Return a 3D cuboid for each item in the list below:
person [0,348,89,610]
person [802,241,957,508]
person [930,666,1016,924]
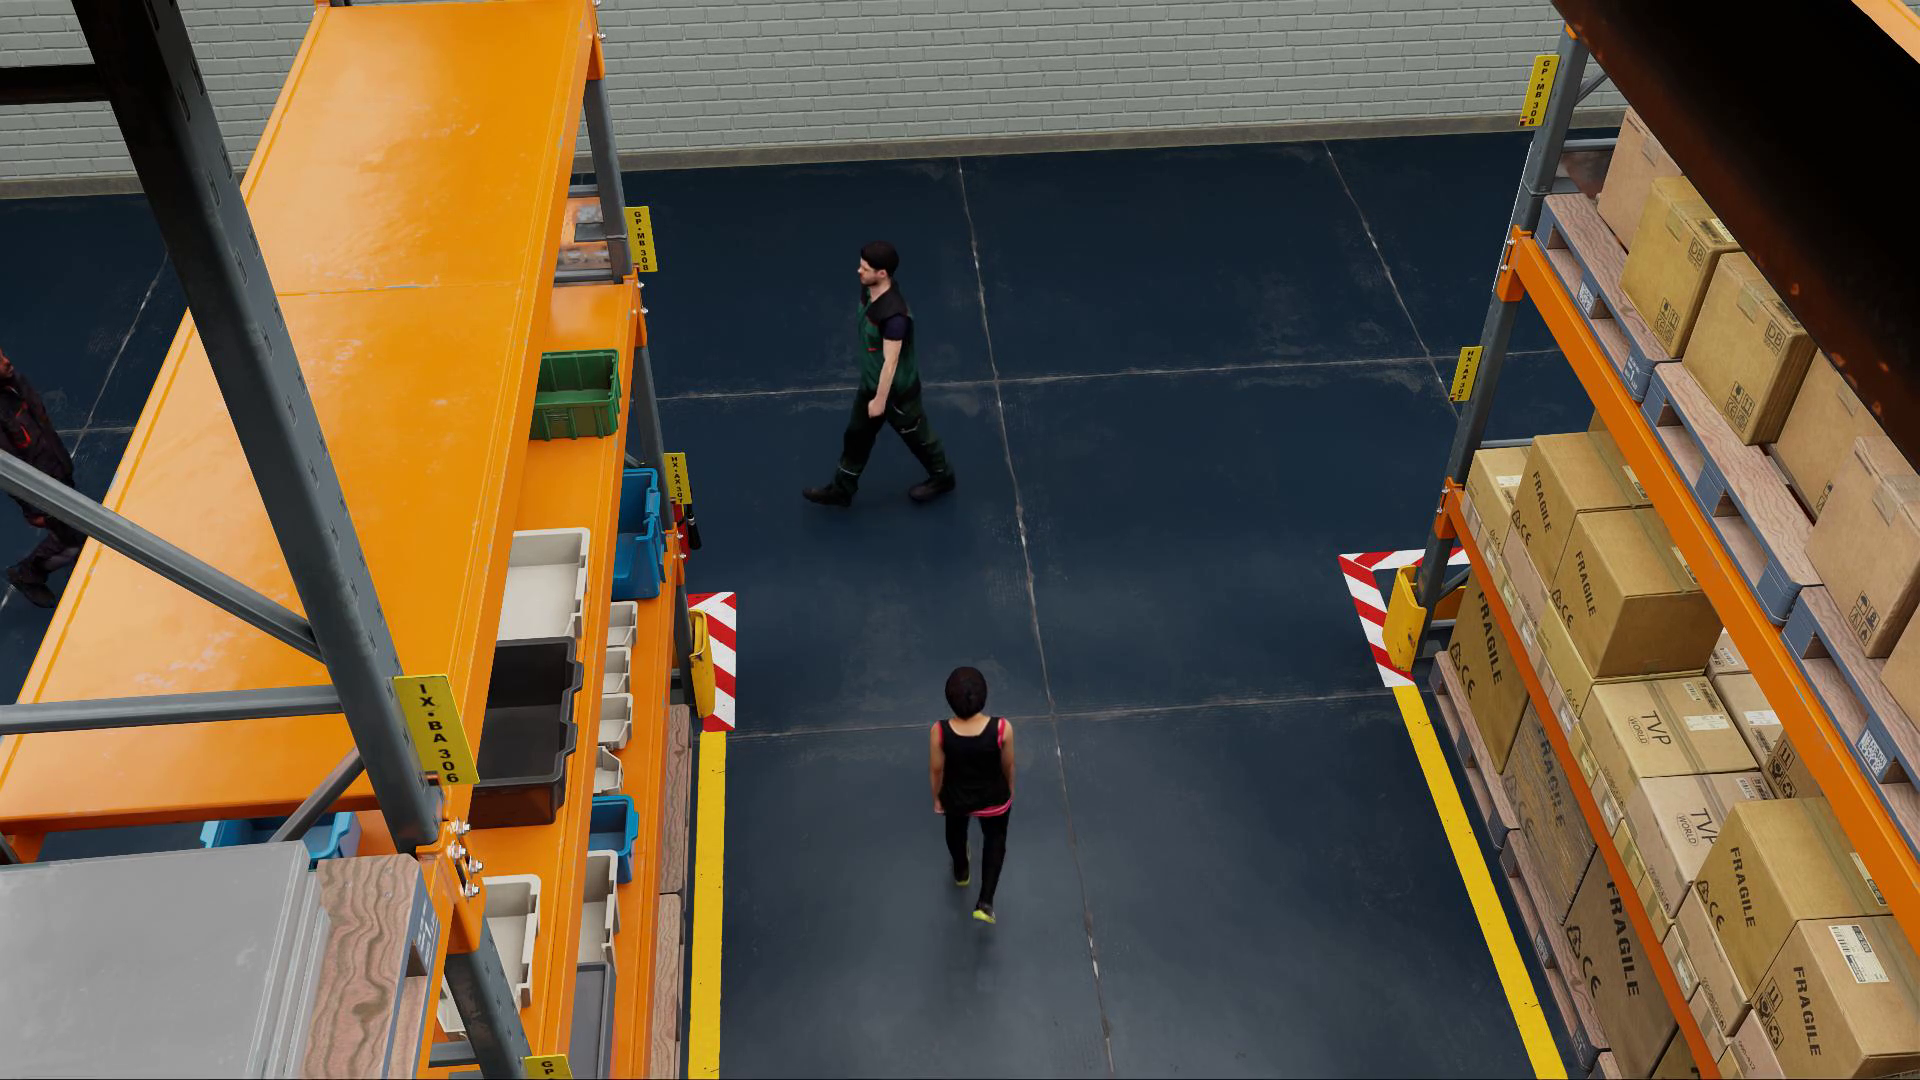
[{"bbox_3d":[-5.149,-0.325,9.123,0.772,1.812,0.834,-5,43,-5],"label":"person"},{"bbox_3d":[-0.320,-0.928,9.739,0.989,1.854,1.215,-15,45,-16],"label":"person"},{"bbox_3d":[0.062,1.207,7.685,0.624,1.534,0.861,2,43,2],"label":"person"}]
